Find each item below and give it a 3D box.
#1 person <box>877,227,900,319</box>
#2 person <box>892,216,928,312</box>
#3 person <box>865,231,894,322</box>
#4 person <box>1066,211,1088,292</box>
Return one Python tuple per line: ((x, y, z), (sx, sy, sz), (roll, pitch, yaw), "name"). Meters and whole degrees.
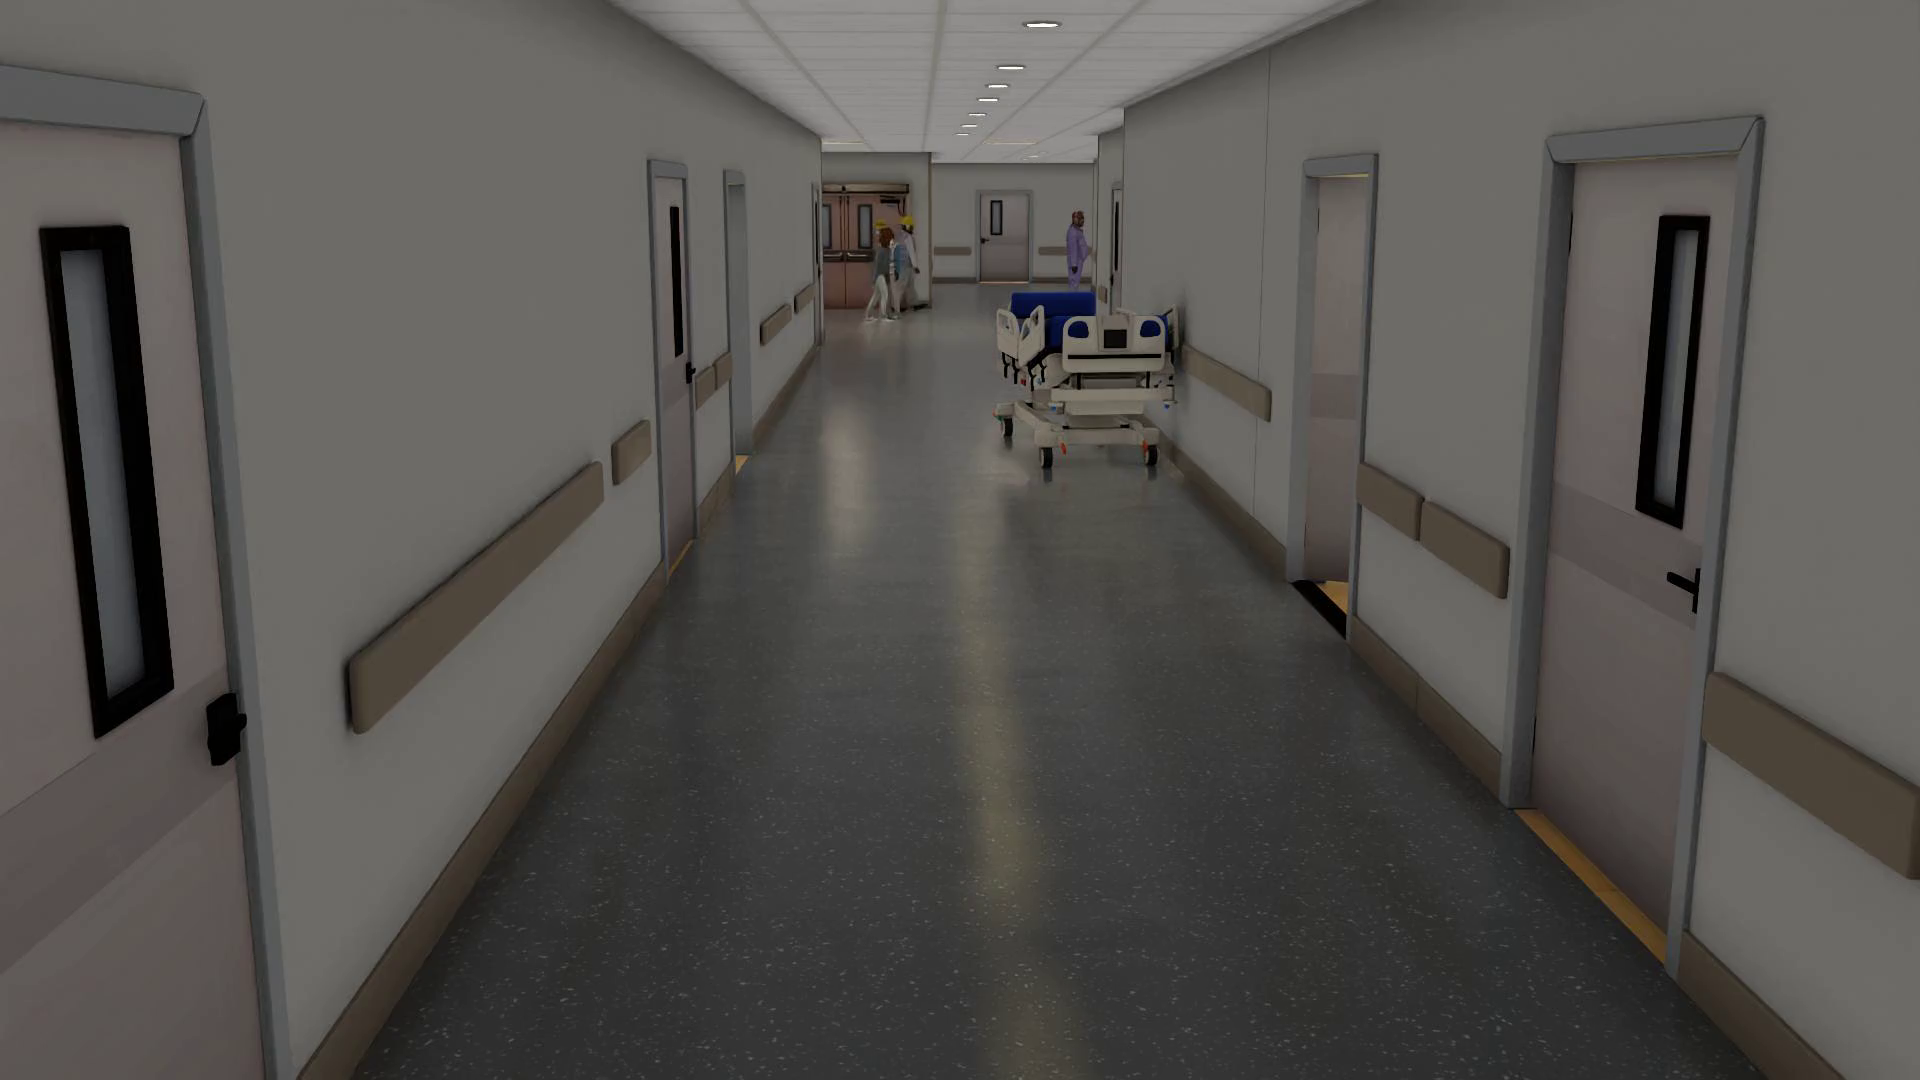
((-1.269, -4.741, 29.606), (0.525, 1.634, 0.319), (9, 15, 37), "person")
((-0.920, -5.212, 31.488), (0.861, 1.791, 0.593), (-4, 12, -19), "person")
((-1.432, -4.582, 28.964), (0.602, 1.581, 0.505), (3, 12, 15), "person")
((2.158, -5.092, 30.638), (0.403, 1.906, 0.651), (2, 12, 9), "person")
